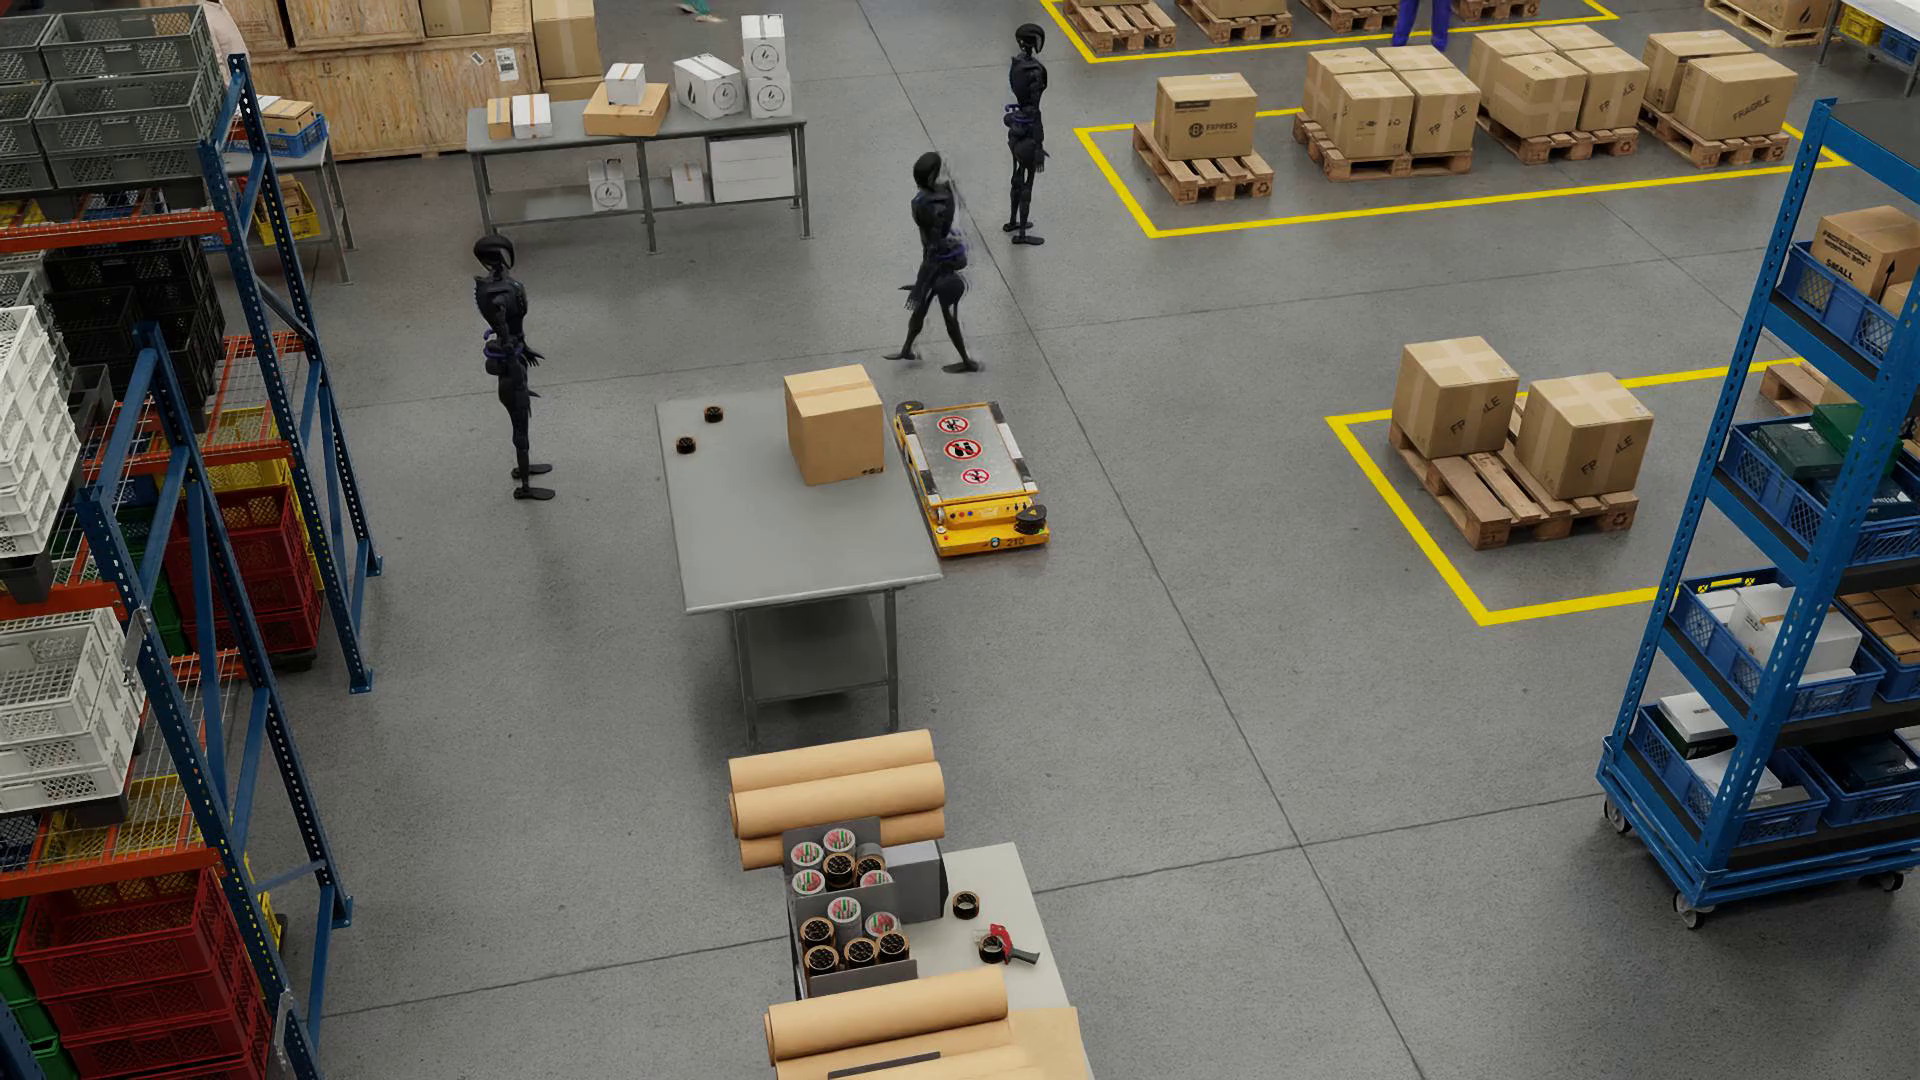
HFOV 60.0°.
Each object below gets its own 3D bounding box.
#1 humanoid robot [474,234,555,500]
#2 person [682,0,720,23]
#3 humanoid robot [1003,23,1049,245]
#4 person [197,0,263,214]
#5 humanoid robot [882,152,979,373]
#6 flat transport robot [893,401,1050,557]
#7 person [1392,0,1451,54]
[{"bbox_3d":[-2.599,-1.020,9.734,0.323,1.657,0.596,-8,37,-10],"label":"humanoid robot"},{"bbox_3d":[-2.618,-6.000,16.375,0.347,1.777,0.527,2,37,3],"label":"person"},{"bbox_3d":[0.510,-3.050,12.461,0.323,1.657,0.596,-8,37,-10],"label":"humanoid robot"},{"bbox_3d":[-5.588,-3.485,12.794,0.378,1.994,0.613,-8,37,-10],"label":"person"},{"bbox_3d":[-0.175,-1.775,10.791,0.669,1.625,0.595,-11,38,-15],"label":"humanoid robot"},{"bbox_3d":[0.046,-0.430,10.108,0.652,0.197,1.431,-8,37,-10],"label":"flat transport robot"},{"bbox_3d":[4.364,-5.399,15.328,0.685,2.000,0.536,15,39,19],"label":"person"}]
